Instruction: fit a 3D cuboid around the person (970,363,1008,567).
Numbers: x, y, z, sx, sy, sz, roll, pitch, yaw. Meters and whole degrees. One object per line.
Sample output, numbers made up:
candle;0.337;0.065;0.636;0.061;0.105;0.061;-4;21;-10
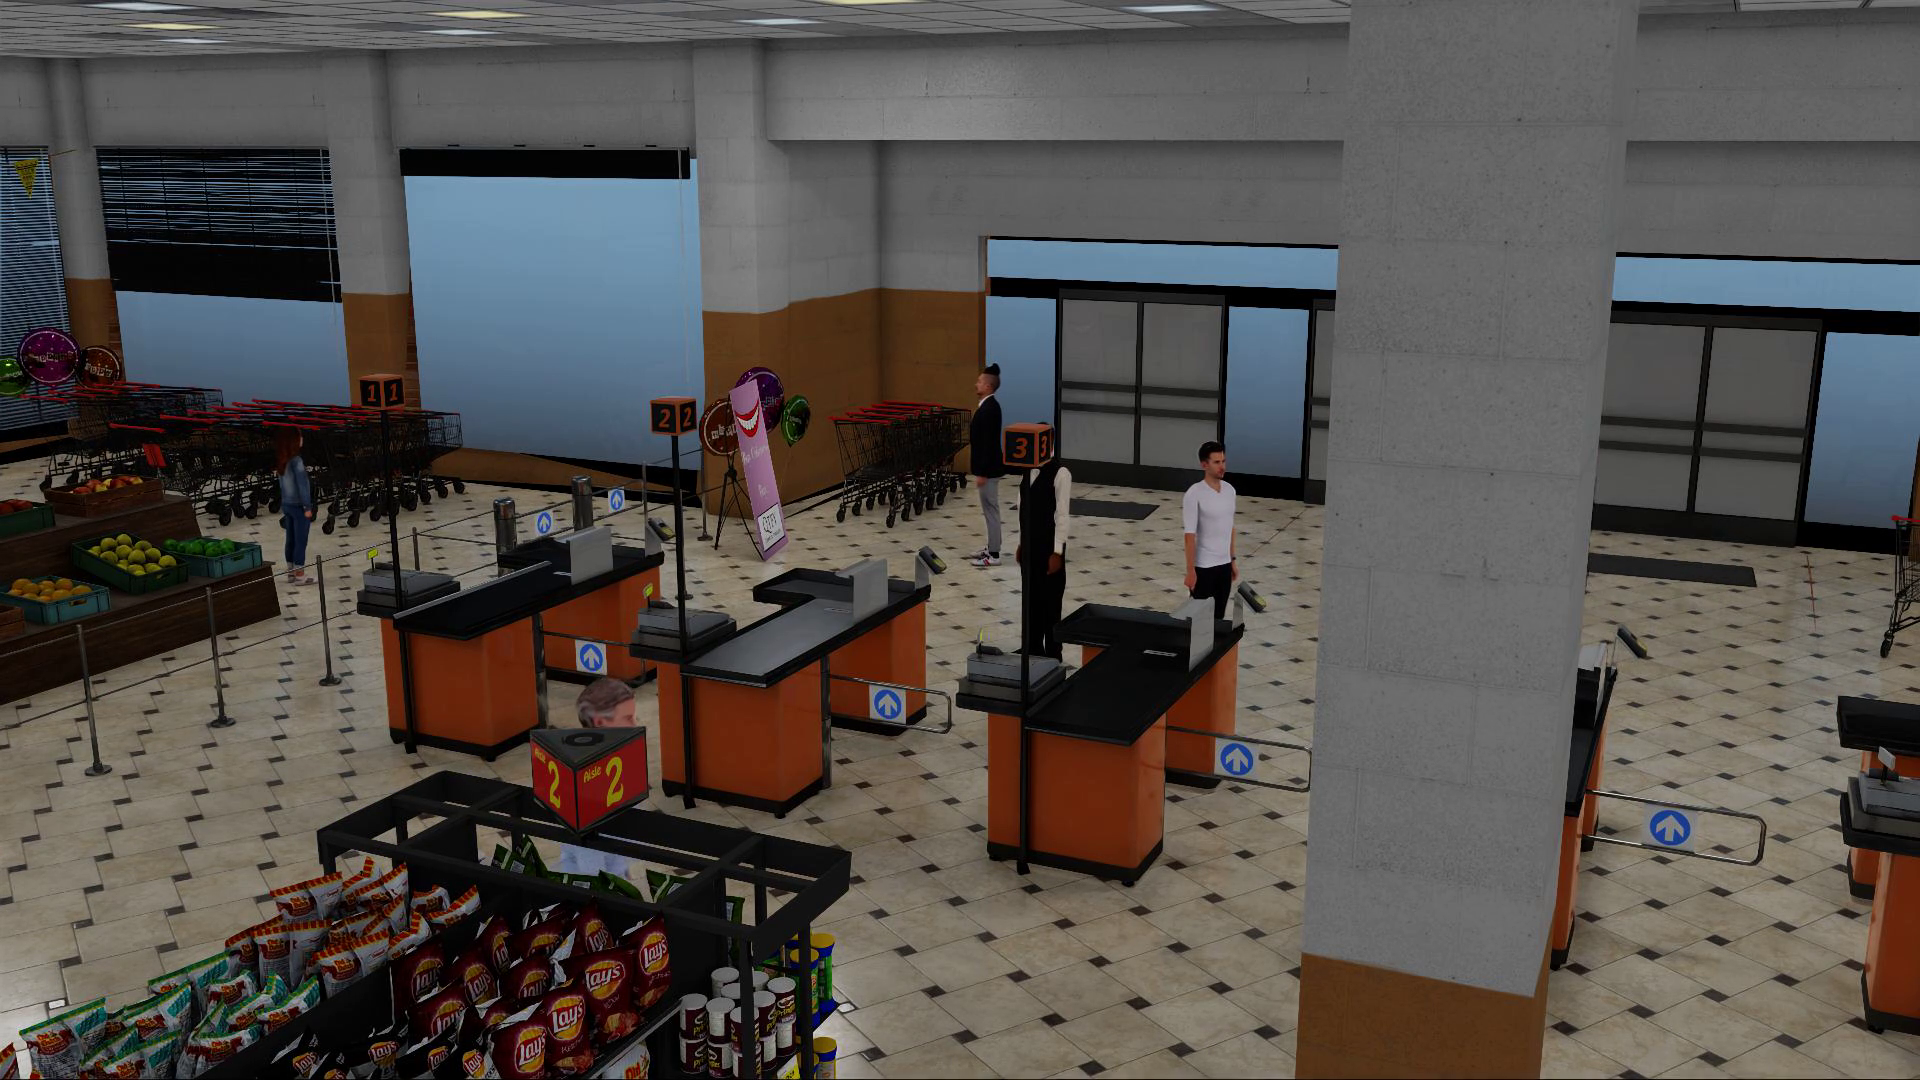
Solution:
person;0.280;-0.730;15.976;0.847;1.948;0.687;1;14;3

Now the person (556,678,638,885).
person;-1.524;1.486;6.997;1.104;1.875;0.885;2;14;7

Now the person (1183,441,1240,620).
person;1.871;0.173;12.460;0.670;1.851;0.819;-10;17;-37

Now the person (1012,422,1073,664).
person;0.647;0.024;12.930;0.755;1.920;0.774;-10;17;-37

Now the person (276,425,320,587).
person;-6.124;-0.322;15.297;0.604;1.475;0.582;12;18;41
